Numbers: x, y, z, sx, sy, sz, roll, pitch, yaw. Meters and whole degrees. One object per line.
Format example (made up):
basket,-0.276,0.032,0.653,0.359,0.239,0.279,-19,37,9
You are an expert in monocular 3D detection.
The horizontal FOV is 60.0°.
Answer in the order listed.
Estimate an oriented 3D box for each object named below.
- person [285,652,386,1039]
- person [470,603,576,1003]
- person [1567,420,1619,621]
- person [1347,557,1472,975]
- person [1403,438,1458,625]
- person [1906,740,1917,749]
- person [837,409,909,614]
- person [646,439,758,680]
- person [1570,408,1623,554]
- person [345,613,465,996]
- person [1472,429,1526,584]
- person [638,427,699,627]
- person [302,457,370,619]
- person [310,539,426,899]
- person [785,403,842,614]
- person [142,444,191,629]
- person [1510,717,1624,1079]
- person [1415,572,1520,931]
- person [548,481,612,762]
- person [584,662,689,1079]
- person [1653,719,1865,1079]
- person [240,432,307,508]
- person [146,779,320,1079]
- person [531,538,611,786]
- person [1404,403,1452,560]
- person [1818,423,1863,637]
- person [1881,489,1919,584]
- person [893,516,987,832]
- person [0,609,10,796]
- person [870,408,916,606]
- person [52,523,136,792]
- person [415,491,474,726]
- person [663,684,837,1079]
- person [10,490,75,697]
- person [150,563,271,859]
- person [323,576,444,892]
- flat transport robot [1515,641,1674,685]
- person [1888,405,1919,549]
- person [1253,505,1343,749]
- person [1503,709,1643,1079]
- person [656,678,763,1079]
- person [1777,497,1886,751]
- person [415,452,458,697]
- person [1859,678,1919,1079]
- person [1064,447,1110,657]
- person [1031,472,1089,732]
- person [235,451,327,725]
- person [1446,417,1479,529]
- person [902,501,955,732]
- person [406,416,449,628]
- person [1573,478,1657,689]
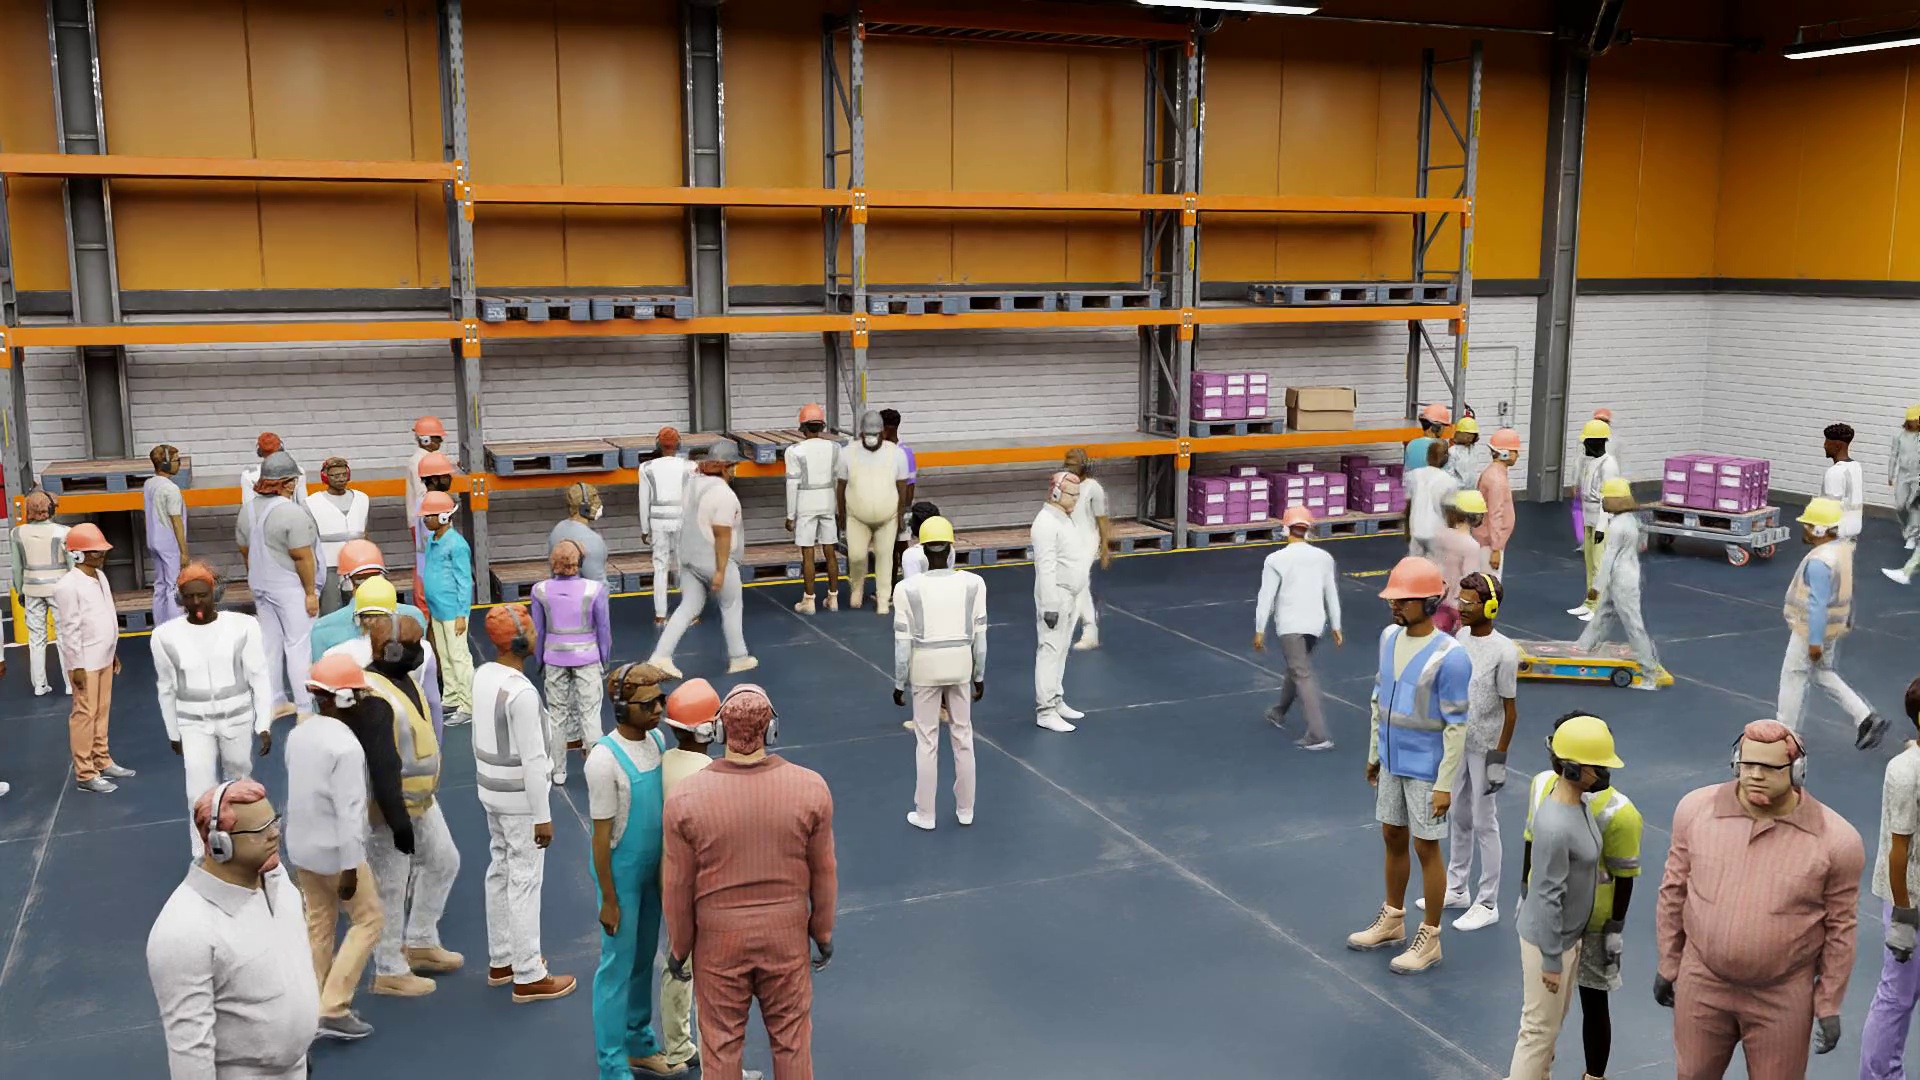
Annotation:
person,-2.784,1.367,7.449,0.575,1.720,0.466,8,13,38
person,-2.079,1.222,7.818,0.343,1.883,0.586,-8,13,-39
person,6.049,-0.187,15.846,0.394,1.920,0.584,1,10,4
person,2.196,1.089,8.131,0.378,2.044,0.607,-5,11,-25
person,4.271,-0.026,15.170,0.552,1.829,0.544,9,13,41
person,6.918,0.599,11.576,0.619,1.836,0.431,-4,11,-20
person,-0.833,-0.281,16.034,0.700,2.000,0.544,-1,10,-4
person,-2.134,0.133,13.649,0.689,2.000,0.979,10,14,44
person,7.315,-0.666,19.192,0.580,1.715,0.356,0,10,-1
person,-2.604,1.251,7.829,0.538,1.832,0.650,0,10,1
person,4.650,0.027,14.440,0.417,1.984,0.611,2,10,13
person,-2.700,-0.120,15.561,0.577,1.883,0.353,-1,10,-7
person,-5.083,0.232,13.637,0.389,1.846,0.565,8,13,39
person,-3.146,0.981,8.919,0.614,1.987,0.407,-6,12,-32
person,-1.423,-0.300,16.131,0.608,2.045,0.392,-5,11,-29
person,-6.879,0.086,14.479,0.515,1.844,0.329,7,12,36
person,2.331,1.530,6.413,0.340,1.760,0.525,6,11,29
person,2.660,1.086,8.647,0.329,1.872,0.510,-4,10,-19
person,-2.593,0.557,11.494,0.359,1.938,0.635,-8,13,-40
person,-1.343,1.404,6.885,0.349,1.846,0.506,3,10,18
person,2.758,1.556,5.838,0.636,1.909,0.404,7,12,36
person,-6.197,-0.041,15.093,0.584,1.884,0.337,-8,13,-38
person,-2.192,1.669,5.173,0.403,1.910,0.652,1,10,4
person,-2.546,0.807,10.914,0.514,1.642,0.314,0,10,0
person,4.573,-0.316,16.241,0.398,2.039,0.605,-3,10,-16
person,8.014,-0.093,15.207,0.603,1.957,0.385,-10,14,-44
person,10.243,-0.418,17.465,0.982,1.820,0.513,1,10,8
person,-0.128,0.812,10.089,0.585,1.917,0.382,-3,10,-16
person,-6.377,0.739,10.513,0.600,1.915,0.377,-4,11,-22
person,-0.667,-0.334,16.553,0.363,1.962,0.612,-6,11,-31
person,-5.659,0.756,10.877,0.328,1.753,0.560,-1,10,-4
person,-3.828,0.501,12.351,0.342,1.749,0.569,-8,13,-40
person,-0.789,1.478,6.282,0.651,1.907,0.409,-2,10,-14
person,-7.174,0.428,13.104,0.522,1.638,0.310,0,10,-3
person,-4.106,1.020,9.175,0.577,1.837,1.015,-4,11,-24
person,-3.015,1.094,8.712,0.598,1.829,0.404,-4,11,-22
flat transport robot,5.066,1.001,13.738,1.431,0.197,0.652,1,10,9
person,11.310,-0.765,19.731,0.525,1.716,0.569,8,13,38
person,2.430,0.605,11.960,0.623,1.691,0.939,-4,11,-24
person,2.471,1.507,6.716,0.321,1.698,0.530,-6,11,-30
person,-1.080,1.437,6.947,0.563,1.755,0.320,10,14,44
person,6.049,0.603,11.613,0.755,1.814,0.595,10,14,44
person,-4.107,0.270,13.144,0.353,1.942,0.545,-4,11,-22
person,3.803,1.442,6.585,0.328,1.876,0.513,9,13,43
person,0.935,0.112,14.418,0.857,1.812,0.524,-7,12,-35
person,0.747,0.442,12.273,0.406,1.902,0.639,3,10,16
person,-4.993,0.348,12.407,0.672,2.000,0.536,6,11,29
person,5.399,-0.452,17.871,0.489,1.743,0.322,-7,12,-34
person,-0.243,0.559,12.173,0.319,1.698,0.538,8,12,37
person,-4.952,-0.167,15.557,0.420,1.986,0.604,-2,10,-9
person,5.235,0.341,13.426,0.909,1.687,0.490,5,11,28
